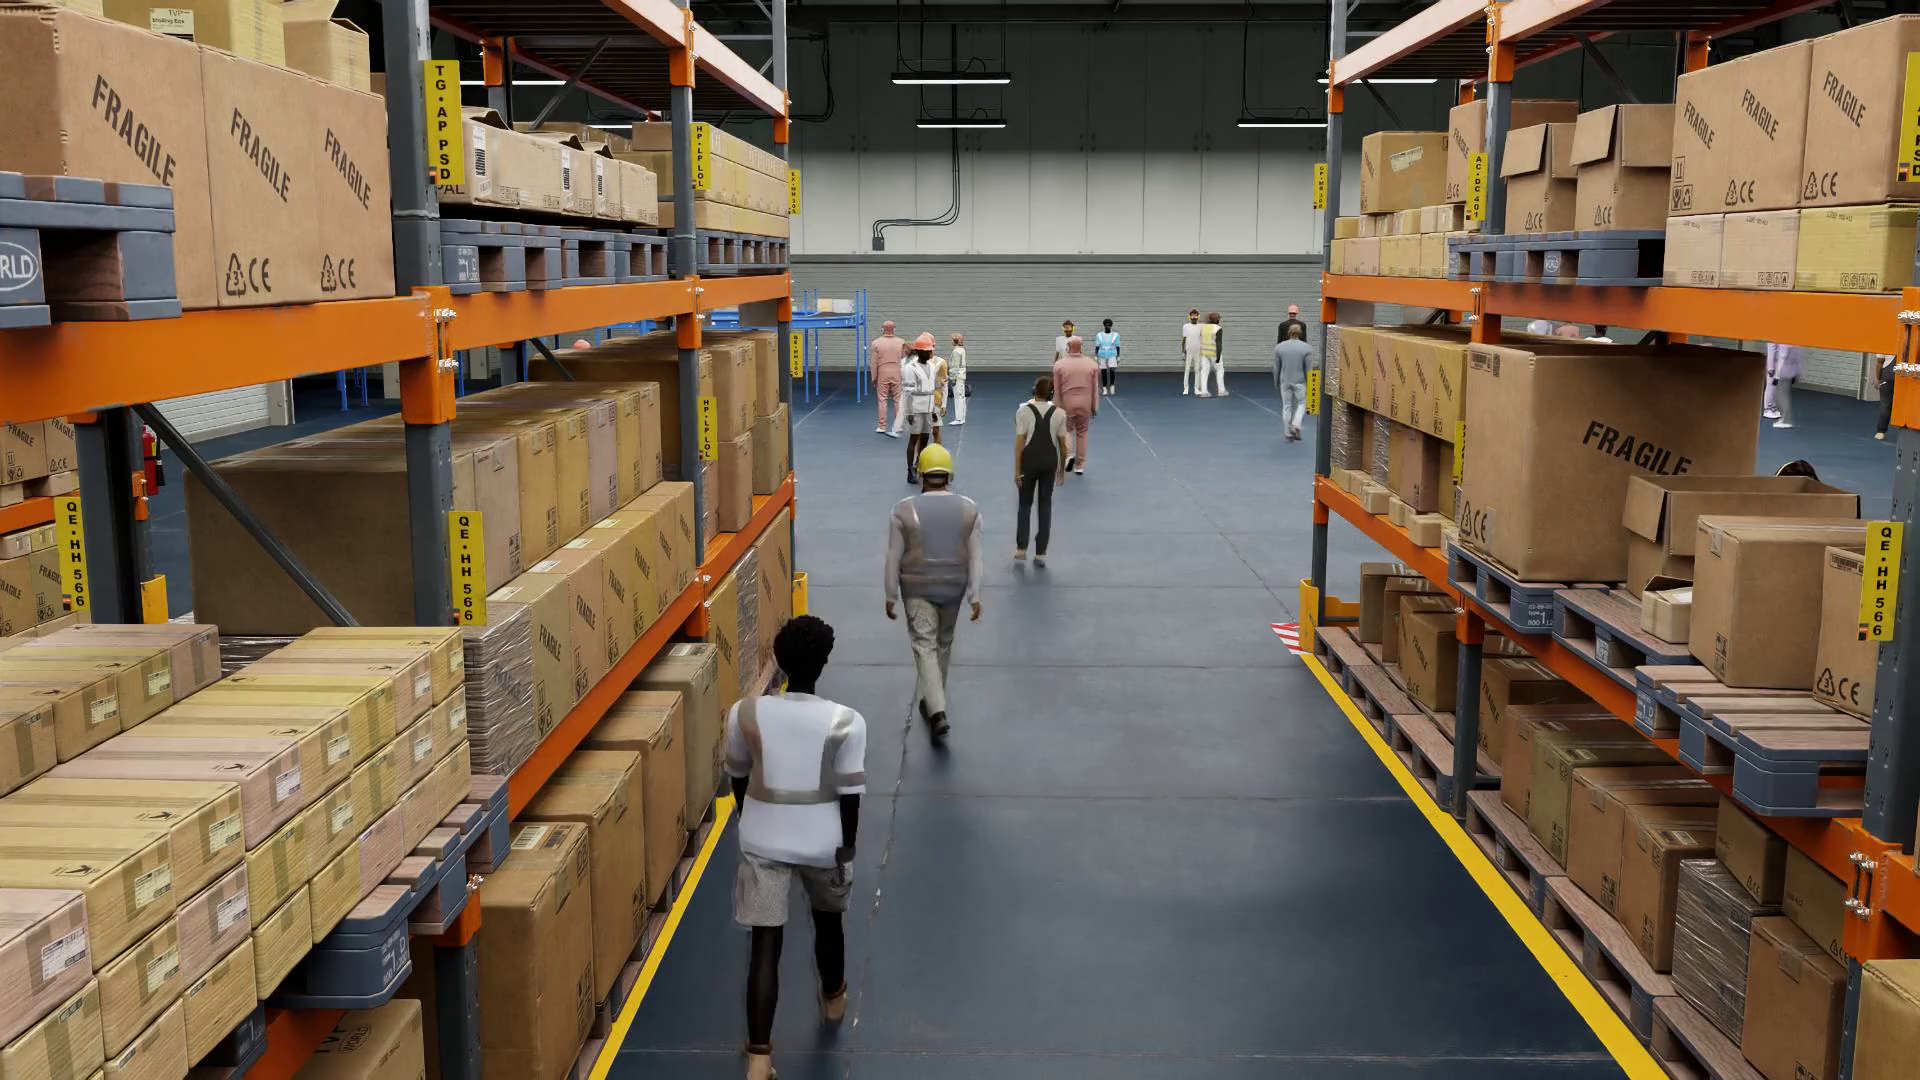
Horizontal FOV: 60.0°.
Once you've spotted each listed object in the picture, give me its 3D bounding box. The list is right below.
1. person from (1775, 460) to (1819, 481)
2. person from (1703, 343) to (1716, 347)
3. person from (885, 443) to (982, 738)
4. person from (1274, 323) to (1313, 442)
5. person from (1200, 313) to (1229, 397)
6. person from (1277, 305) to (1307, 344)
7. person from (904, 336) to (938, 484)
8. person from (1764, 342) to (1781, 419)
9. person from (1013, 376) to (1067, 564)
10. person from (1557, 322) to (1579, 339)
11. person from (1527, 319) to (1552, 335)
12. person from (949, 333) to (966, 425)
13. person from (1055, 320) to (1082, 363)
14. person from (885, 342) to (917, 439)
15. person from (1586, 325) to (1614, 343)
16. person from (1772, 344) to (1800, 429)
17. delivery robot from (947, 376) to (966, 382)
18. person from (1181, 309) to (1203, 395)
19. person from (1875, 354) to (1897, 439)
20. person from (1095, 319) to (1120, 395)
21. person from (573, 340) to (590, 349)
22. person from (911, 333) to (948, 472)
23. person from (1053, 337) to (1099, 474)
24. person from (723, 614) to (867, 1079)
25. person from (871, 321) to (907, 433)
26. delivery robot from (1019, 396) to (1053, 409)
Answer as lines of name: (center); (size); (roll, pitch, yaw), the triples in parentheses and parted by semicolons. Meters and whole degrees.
person: (4.368, 0.504, 8.825); (0.511, 1.877, 0.329); (1, 10, 4)
person: (11.896, -2.355, 26.675); (0.518, 1.616, 0.540); (-6, 11, -30)
person: (-0.158, 0.299, 10.291); (0.598, 1.796, 0.889); (-3, 10, -16)
person: (5.379, -2.537, 26.876); (0.654, 1.932, 0.451); (4, 10, 22)
person: (5.527, -4.016, 36.067); (0.792, 1.811, 0.646); (-8, 12, -40)
person: (7.251, -4.127, 36.287); (0.647, 1.960, 0.905); (2, 10, 14)
person: (-0.490, -1.730, 22.012); (0.377, 1.938, 0.547); (8, 12, 40)
person: (15.346, -3.236, 31.141); (0.642, 1.905, 0.399); (-8, 12, -39)
person: (0.787, -0.678, 16.101); (0.527, 1.805, 0.505); (-1, 10, -6)
person: (14.027, -4.374, 38.366); (0.554, 1.752, 0.388); (8, 12, 40)
person: (13.728, -4.590, 39.468); (0.598, 1.828, 0.404); (1, 10, 5)
person: (-0.039, -2.878, 29.784); (0.306, 1.639, 0.523); (2, 10, 13)
person: (2.050, -3.238, 31.379); (0.524, 1.842, 0.807); (1, 10, 8)
person: (-0.845, -2.437, 27.254); (0.531, 1.594, 0.847); (9, 13, 42)
person: (11.025, -2.856, 28.819); (0.371, 1.916, 0.597); (-8, 12, -39)
person: (14.476, -2.918, 29.235); (0.519, 1.906, 0.598); (8, 12, 40)
delivery robot: (-0.131, -3.567, 36.223); (0.335, 0.223, 0.698); (-6, 11, -30)
person: (5.136, -4.133, 36.616); (0.513, 1.872, 0.328); (0, 9, 0)
person: (15.447, -2.660, 27.404); (0.688, 2.000, 0.536); (4, 10, 23)
person: (3.212, -3.992, 36.346); (0.549, 1.679, 0.560); (2, 10, 10)
person: (-4.706, -1.539, 20.872); (0.547, 1.938, 0.359); (-1, 10, -5)
person: (-0.449, -1.900, 23.036); (0.551, 1.934, 0.372); (3, 10, 17)
person: (1.586, -1.839, 22.826); (0.650, 1.888, 0.456); (-1, 10, -5)
person: (-0.598, 1.093, 5.984); (0.528, 1.649, 0.898); (0, 9, 1)
person: (-1.217, -2.783, 28.417); (0.655, 1.906, 0.407); (-3, 10, -15)
delivery robot: (1.363, -2.353, 29.726); (0.477, 0.478, 0.707); (6, 11, 33)
